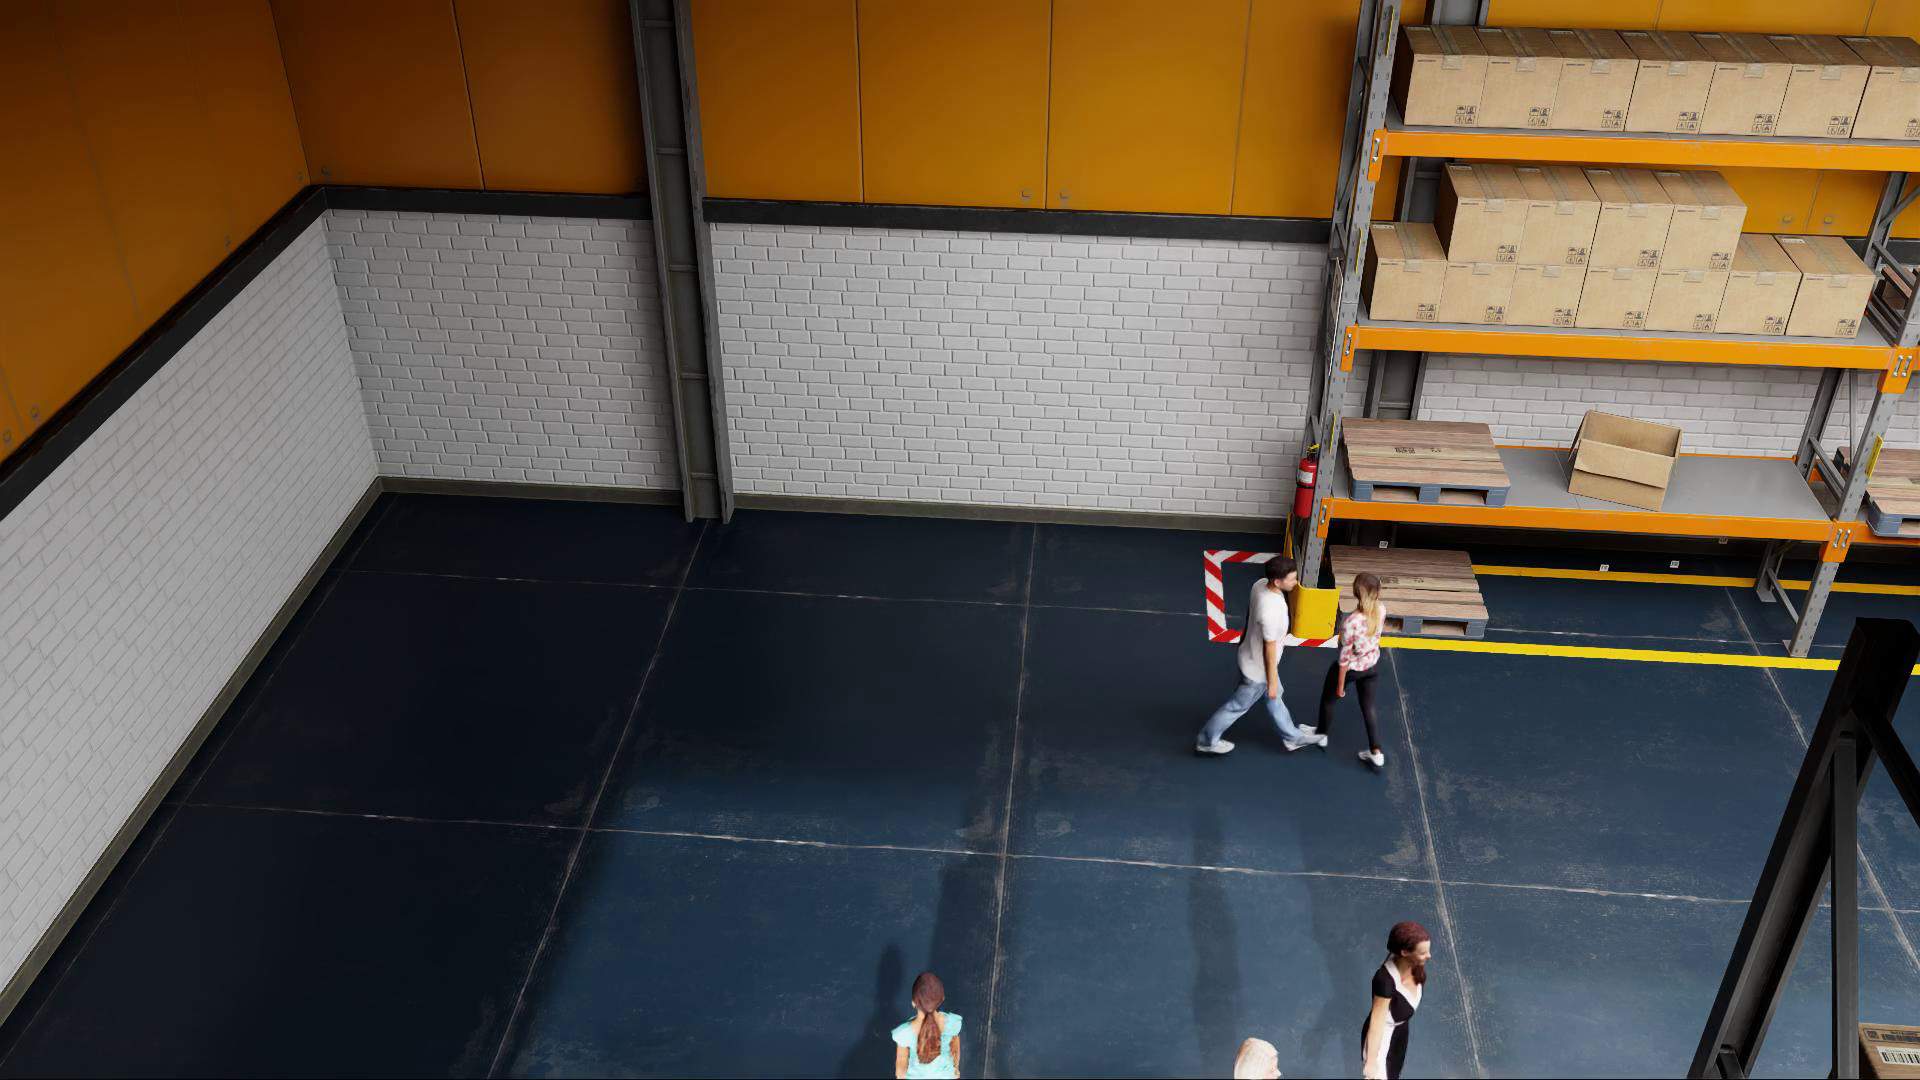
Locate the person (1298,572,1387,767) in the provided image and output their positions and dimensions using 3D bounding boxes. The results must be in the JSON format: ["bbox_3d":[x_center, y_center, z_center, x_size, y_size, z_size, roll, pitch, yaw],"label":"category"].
[{"bbox_3d":[2.936,0.966,12.090,0.975,1.606,0.972,-18,38,-25],"label":"person"}]

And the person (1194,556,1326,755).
[{"bbox_3d":[2.070,0.884,12.037,1.169,1.802,0.693,1,34,1],"label":"person"}]

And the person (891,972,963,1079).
[{"bbox_3d":[-0.165,2.996,9.087,0.617,1.550,0.681,-7,34,-10],"label":"person"}]

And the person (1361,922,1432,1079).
[{"bbox_3d":[2.270,2.763,9.225,0.852,1.786,0.777,21,39,28],"label":"person"}]

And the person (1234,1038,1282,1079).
[{"bbox_3d":[1.455,3.200,8.625,0.631,1.722,0.651,15,36,21],"label":"person"}]
